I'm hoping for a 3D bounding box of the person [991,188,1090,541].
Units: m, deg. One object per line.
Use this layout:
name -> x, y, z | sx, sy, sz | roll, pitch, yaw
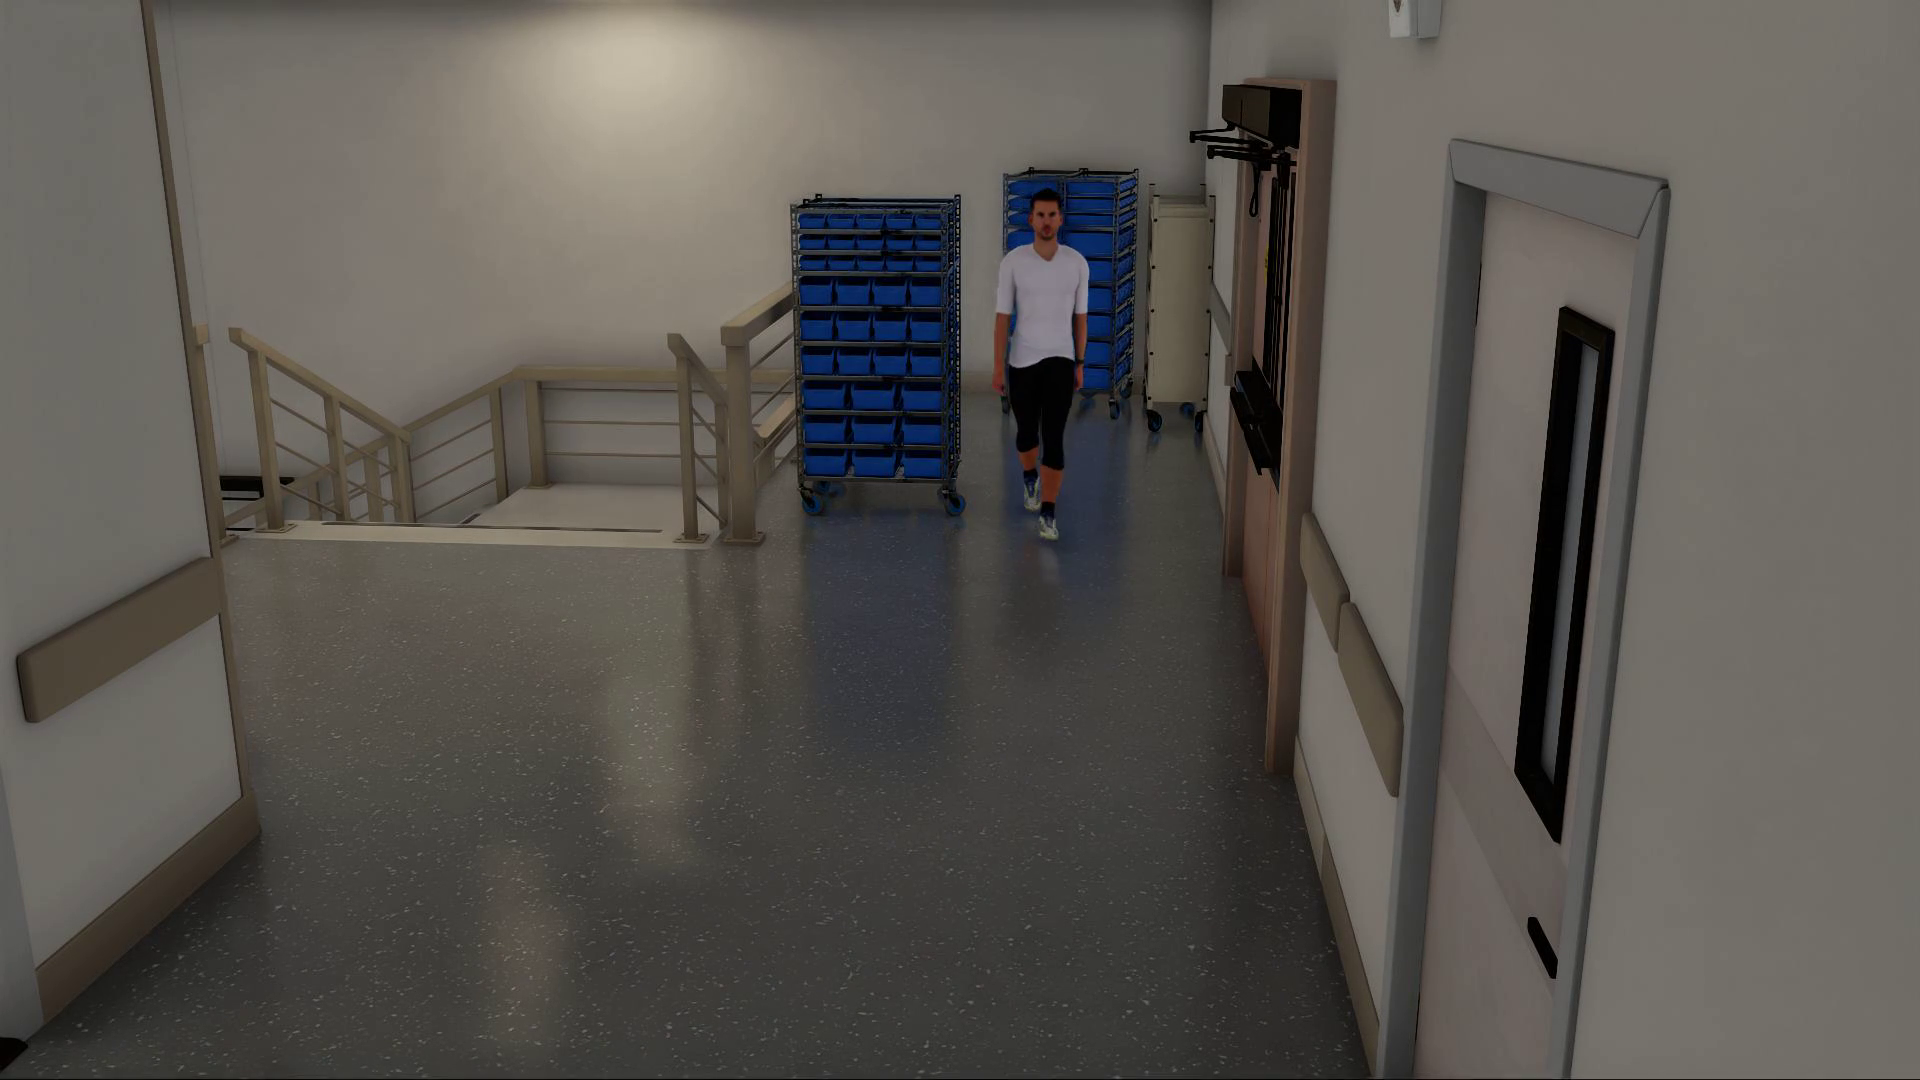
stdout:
person -> 0.428, -0.974, 9.089 | 0.750, 1.821, 1.235 | 0, 16, 0
